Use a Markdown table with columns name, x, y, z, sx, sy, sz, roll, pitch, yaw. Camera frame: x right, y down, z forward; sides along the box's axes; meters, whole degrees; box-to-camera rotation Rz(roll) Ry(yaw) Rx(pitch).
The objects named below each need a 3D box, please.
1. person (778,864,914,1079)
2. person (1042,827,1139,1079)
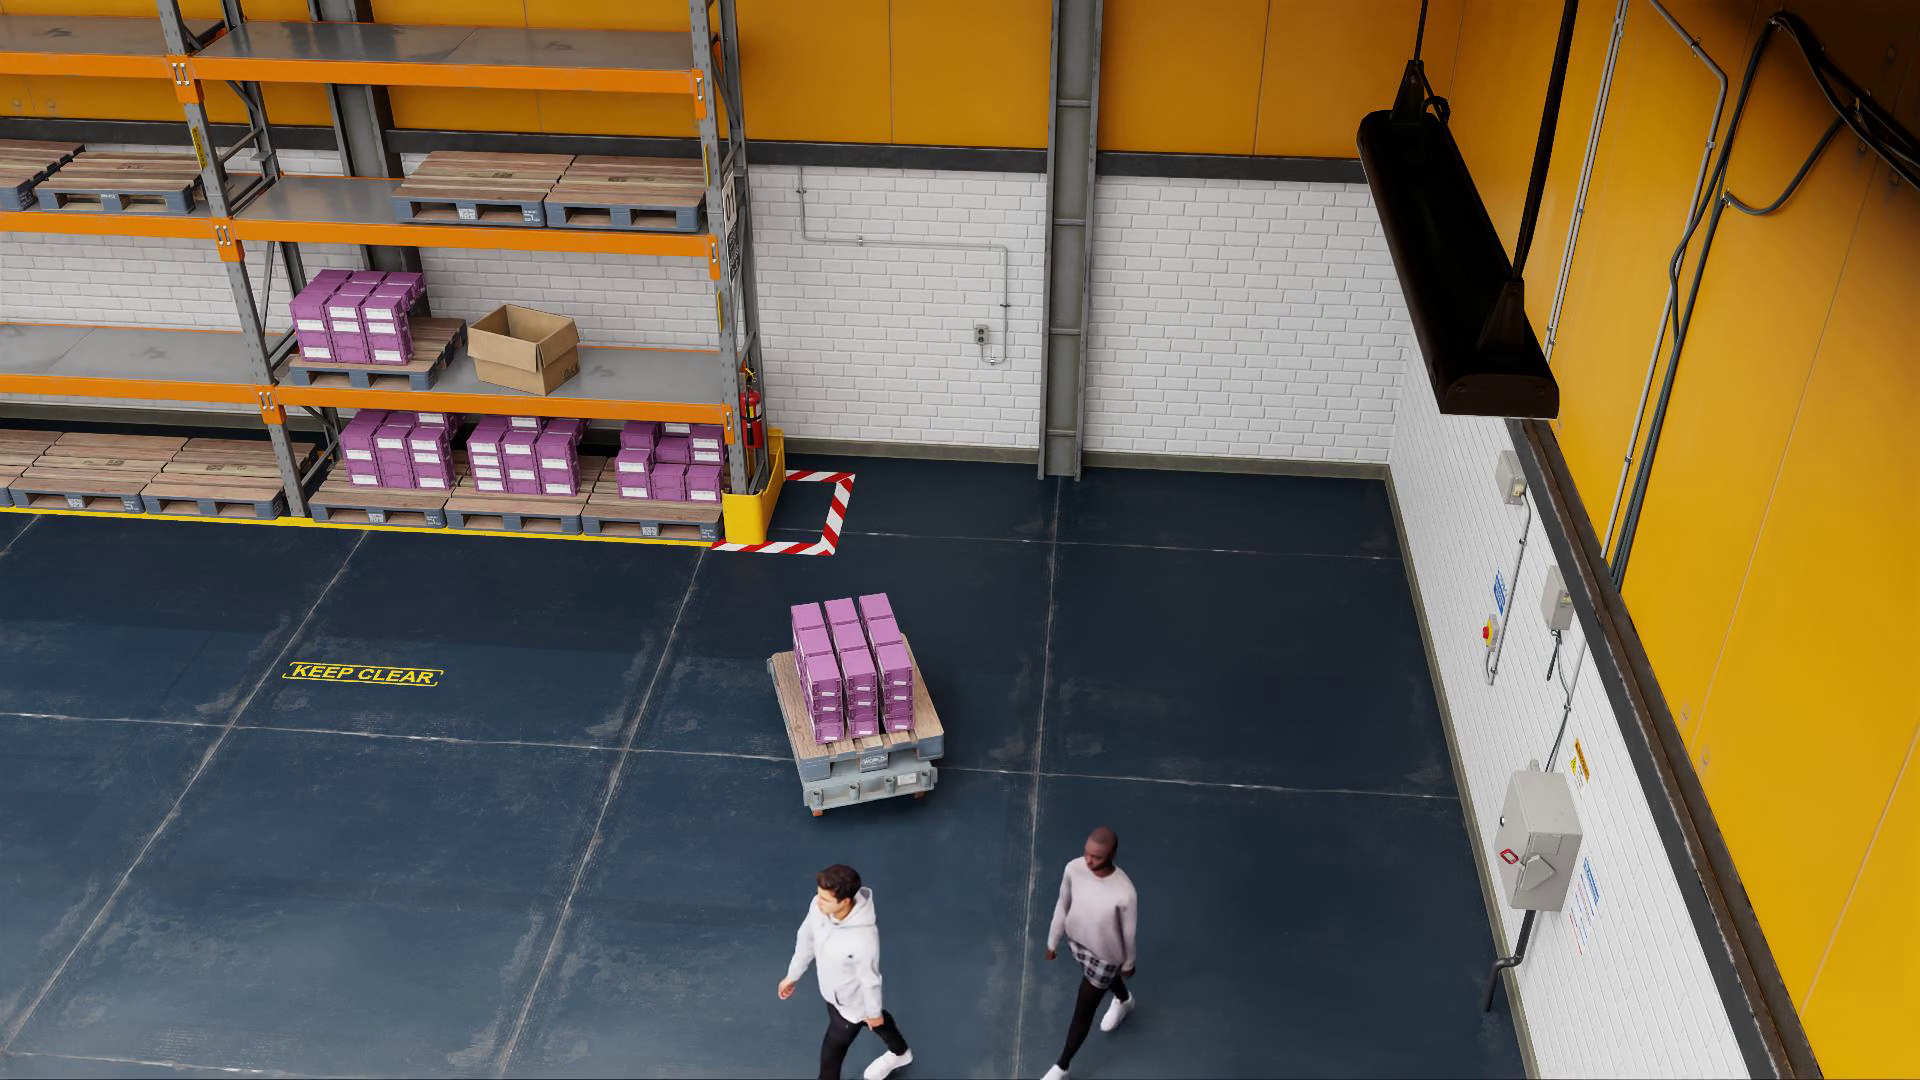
| name | x | y | z | sx | sy | sz | roll | pitch | yaw |
| --- | --- | --- | --- | --- | --- | --- | --- | --- | --- |
| person | -0.529 | 2.424 | 9.093 | 1.332 | 1.868 | 1.201 | -20 | 39 | -27 |
| person | 0.828 | 2.272 | 9.451 | 1.191 | 1.725 | 1.163 | 27 | 42 | 34 |
